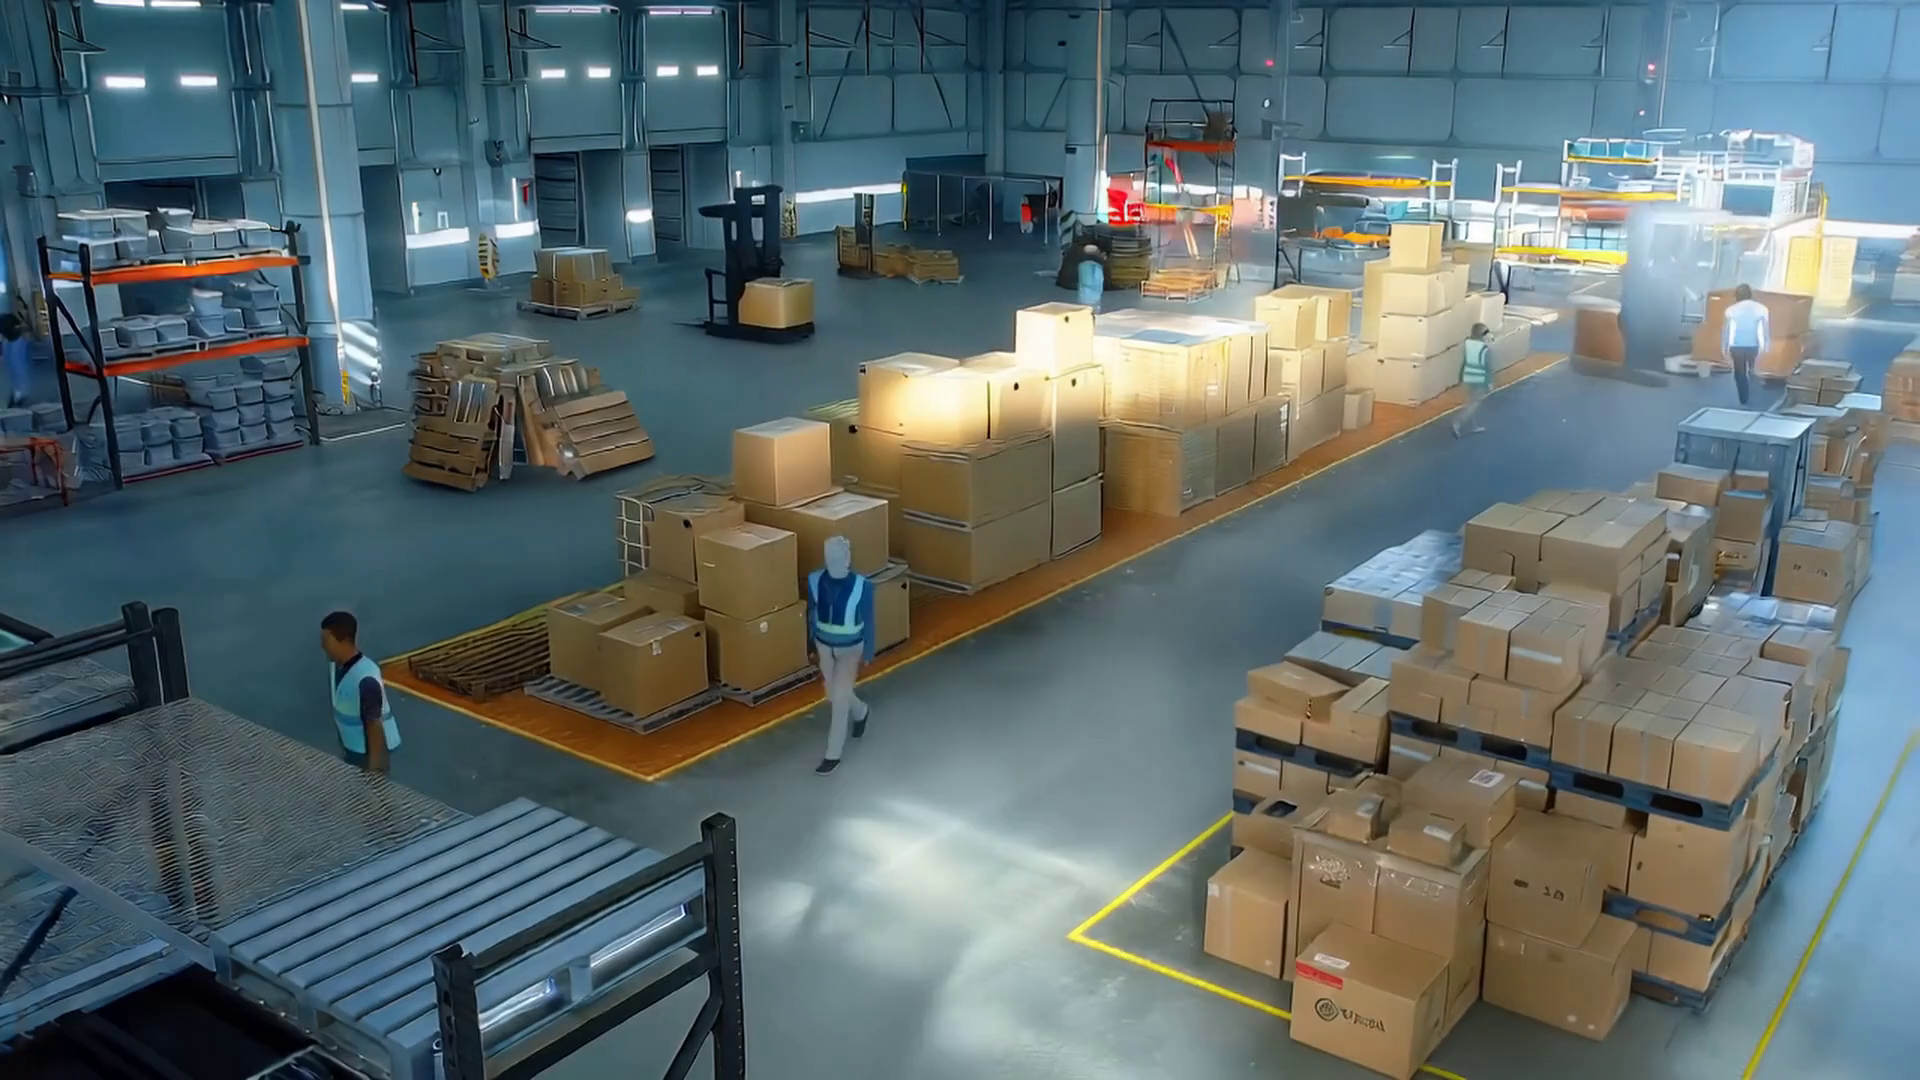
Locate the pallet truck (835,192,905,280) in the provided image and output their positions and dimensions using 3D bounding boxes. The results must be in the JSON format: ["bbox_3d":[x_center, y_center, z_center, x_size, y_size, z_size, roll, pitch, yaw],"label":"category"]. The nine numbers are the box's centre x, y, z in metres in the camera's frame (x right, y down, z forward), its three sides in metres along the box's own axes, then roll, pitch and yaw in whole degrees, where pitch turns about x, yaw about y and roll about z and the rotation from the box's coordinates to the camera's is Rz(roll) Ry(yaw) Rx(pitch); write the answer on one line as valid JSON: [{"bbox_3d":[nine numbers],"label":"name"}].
[{"bbox_3d":[-1.936,-7.159,38.982,1.885,1.965,0.823,-12,21,-34],"label":"pallet truck"}]

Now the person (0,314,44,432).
[{"bbox_3d":[-12.716,-2.087,22.373,0.556,1.882,1.000,8,19,26],"label":"person"}]

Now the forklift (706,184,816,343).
[{"bbox_3d":[-3.715,-5.181,30.929,1.873,2.768,1.129,12,21,35],"label":"forklift"}]

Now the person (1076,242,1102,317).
[{"bbox_3d":[2.338,-4.367,29.845,0.547,1.939,0.364,16,23,42],"label":"person"}]

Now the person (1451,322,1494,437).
[{"bbox_3d":[7.211,-2.249,23.381,0.751,1.614,0.519,-10,19,-30],"label":"person"}]

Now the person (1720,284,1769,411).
[{"bbox_3d":[11.773,-2.900,25.061,0.685,1.896,0.691,1,17,5],"label":"person"}]

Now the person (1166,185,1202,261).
[{"bbox_3d":[5.703,-8.003,41.948,0.959,1.908,0.640,-9,19,-27],"label":"person"}]

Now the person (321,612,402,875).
[{"bbox_3d":[-3.904,1.369,10.913,0.411,1.903,0.607,-13,21,-36],"label":"person"}]

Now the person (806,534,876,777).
[{"bbox_3d":[-0.889,0.823,12.804,0.580,1.858,0.826,10,19,29],"label":"person"}]

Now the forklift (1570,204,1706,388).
[{"bbox_3d":[11.199,-4.058,27.210,1.129,2.768,1.873,-11,20,-32],"label":"forklift"}]
